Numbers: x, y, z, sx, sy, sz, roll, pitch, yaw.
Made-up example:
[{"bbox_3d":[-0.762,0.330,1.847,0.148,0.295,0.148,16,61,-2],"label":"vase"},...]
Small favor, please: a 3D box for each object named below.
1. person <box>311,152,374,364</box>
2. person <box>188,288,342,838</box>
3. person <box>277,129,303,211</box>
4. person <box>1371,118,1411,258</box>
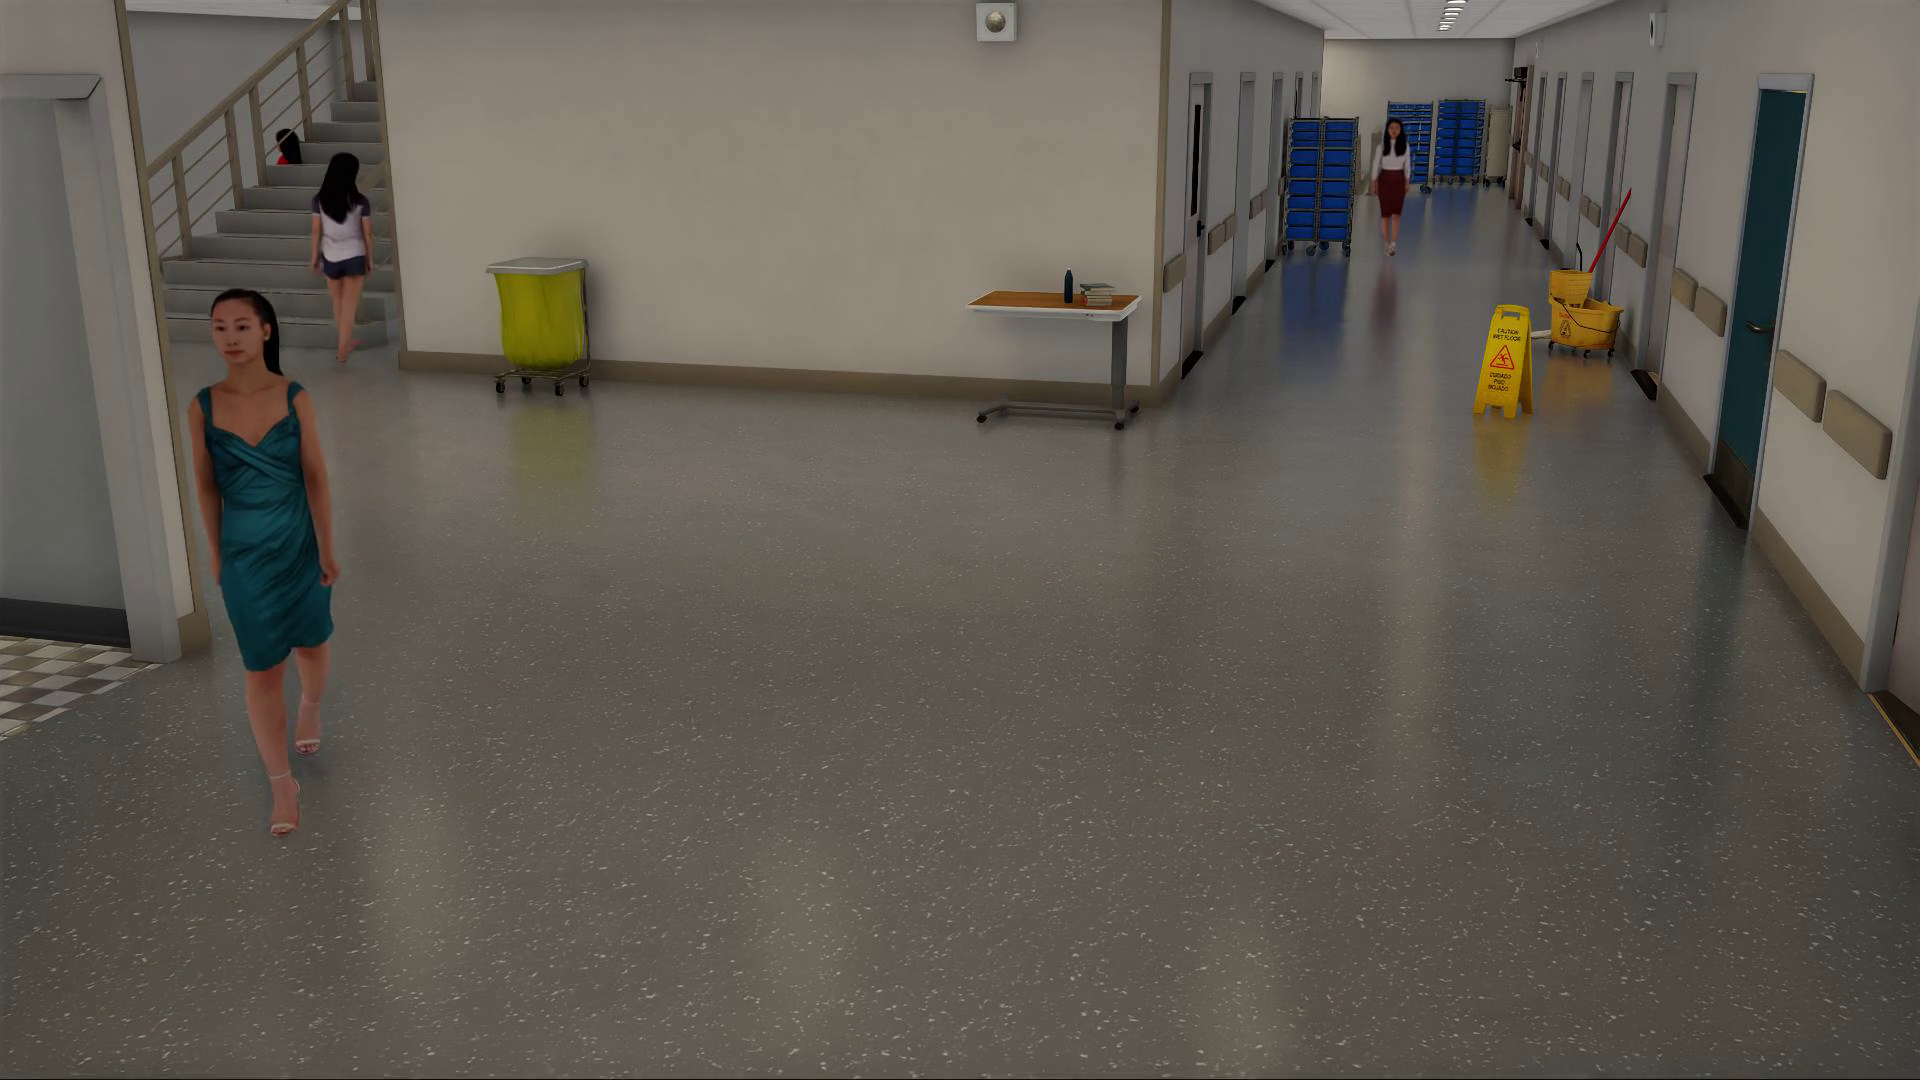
[{"bbox_3d":[-4.951,-2.212,13.351,0.891,1.643,1.177,-2,16,-8],"label":"person"},{"bbox_3d":[-2.167,0.051,5.317,0.915,1.646,1.090,-5,16,-17],"label":"person"},{"bbox_3d":[-6.912,-3.386,17.324,0.693,1.747,0.554,3,16,9],"label":"person"},{"bbox_3d":[5.474,-4.445,21.131,0.617,1.719,0.964,4,16,14],"label":"person"}]
